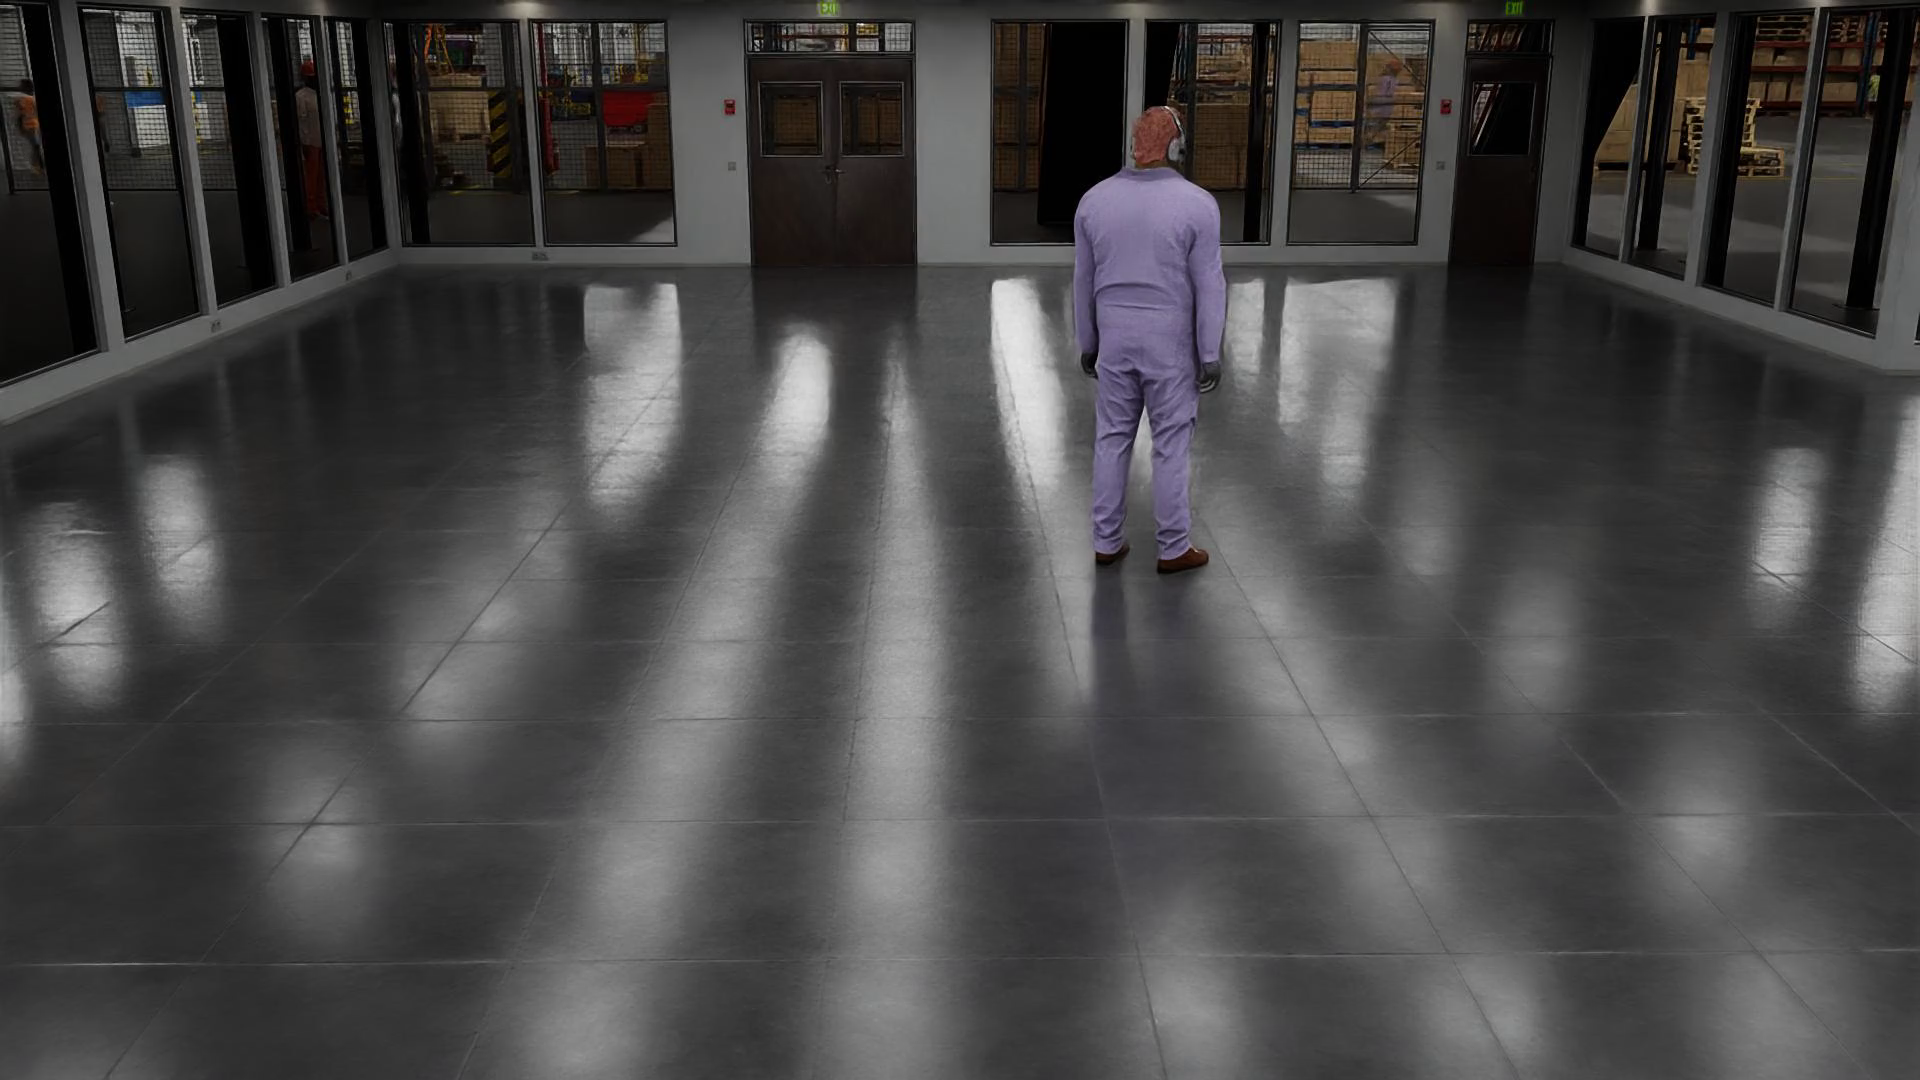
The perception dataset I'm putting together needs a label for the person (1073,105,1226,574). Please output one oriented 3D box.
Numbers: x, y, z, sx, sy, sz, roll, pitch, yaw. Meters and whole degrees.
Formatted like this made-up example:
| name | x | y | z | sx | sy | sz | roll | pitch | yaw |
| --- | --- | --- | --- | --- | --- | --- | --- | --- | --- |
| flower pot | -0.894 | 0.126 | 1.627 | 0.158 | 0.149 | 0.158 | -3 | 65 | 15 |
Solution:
| name | x | y | z | sx | sy | sz | roll | pitch | yaw |
| --- | --- | --- | --- | --- | --- | --- | --- | --- | --- |
| person | 0.791 | -0.812 | 6.872 | 0.652 | 1.904 | 0.403 | 10 | 19 | 30 |
